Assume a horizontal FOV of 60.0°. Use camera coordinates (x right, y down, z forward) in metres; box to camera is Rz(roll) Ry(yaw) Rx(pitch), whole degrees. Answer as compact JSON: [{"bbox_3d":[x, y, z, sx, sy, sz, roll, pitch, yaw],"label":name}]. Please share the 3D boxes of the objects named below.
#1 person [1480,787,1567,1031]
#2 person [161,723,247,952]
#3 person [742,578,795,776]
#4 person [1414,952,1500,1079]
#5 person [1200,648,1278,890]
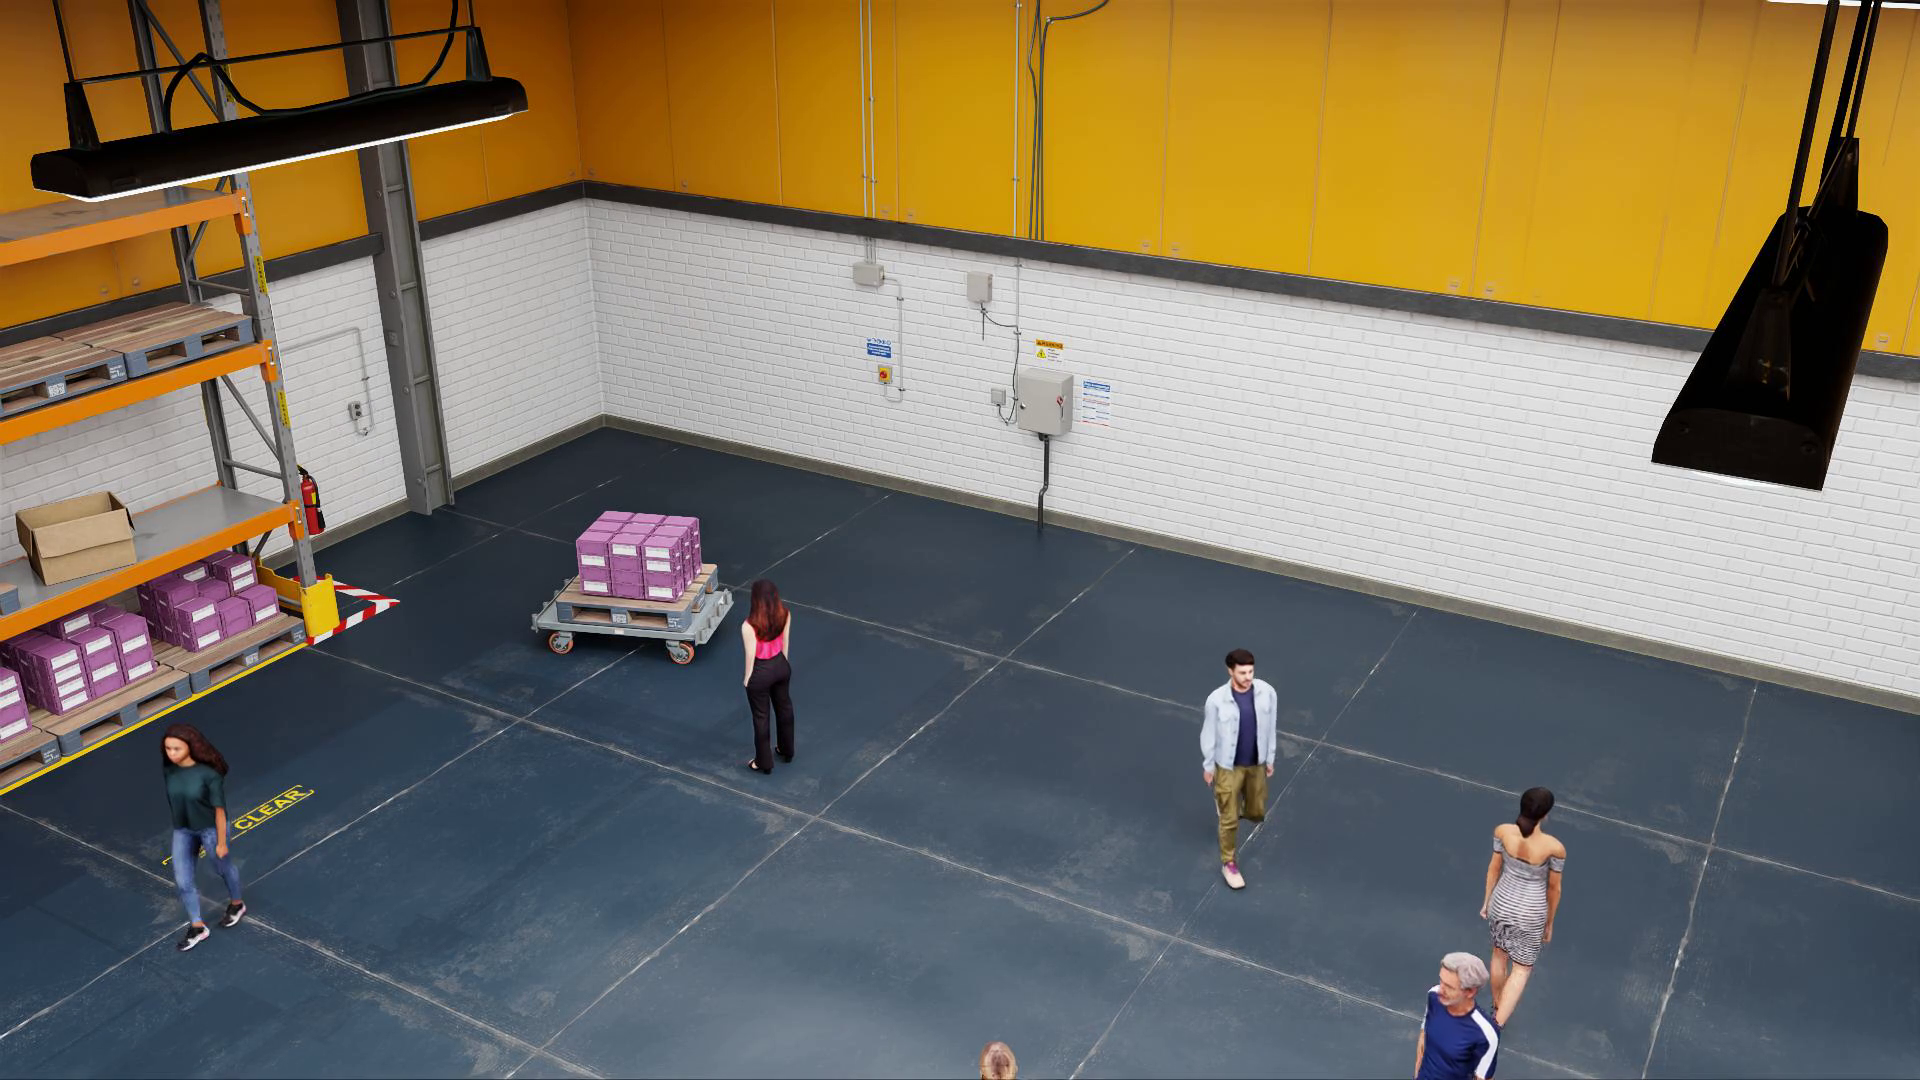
[{"bbox_3d":[3.294,2.314,9.936,0.646,1.803,0.971,16,28,32],"label":"person"},{"bbox_3d":[-5.025,1.896,11.151,0.751,1.596,0.894,4,24,9],"label":"person"},{"bbox_3d":[-1.506,1.046,13.023,0.539,1.653,0.689,-22,32,-40],"label":"person"},{"bbox_3d":[2.595,2.876,8.619,0.972,1.828,0.881,-10,26,-22],"label":"person"},{"bbox_3d":[1.940,1.542,11.705,0.979,1.800,1.049,-5,24,-10],"label":"person"}]
